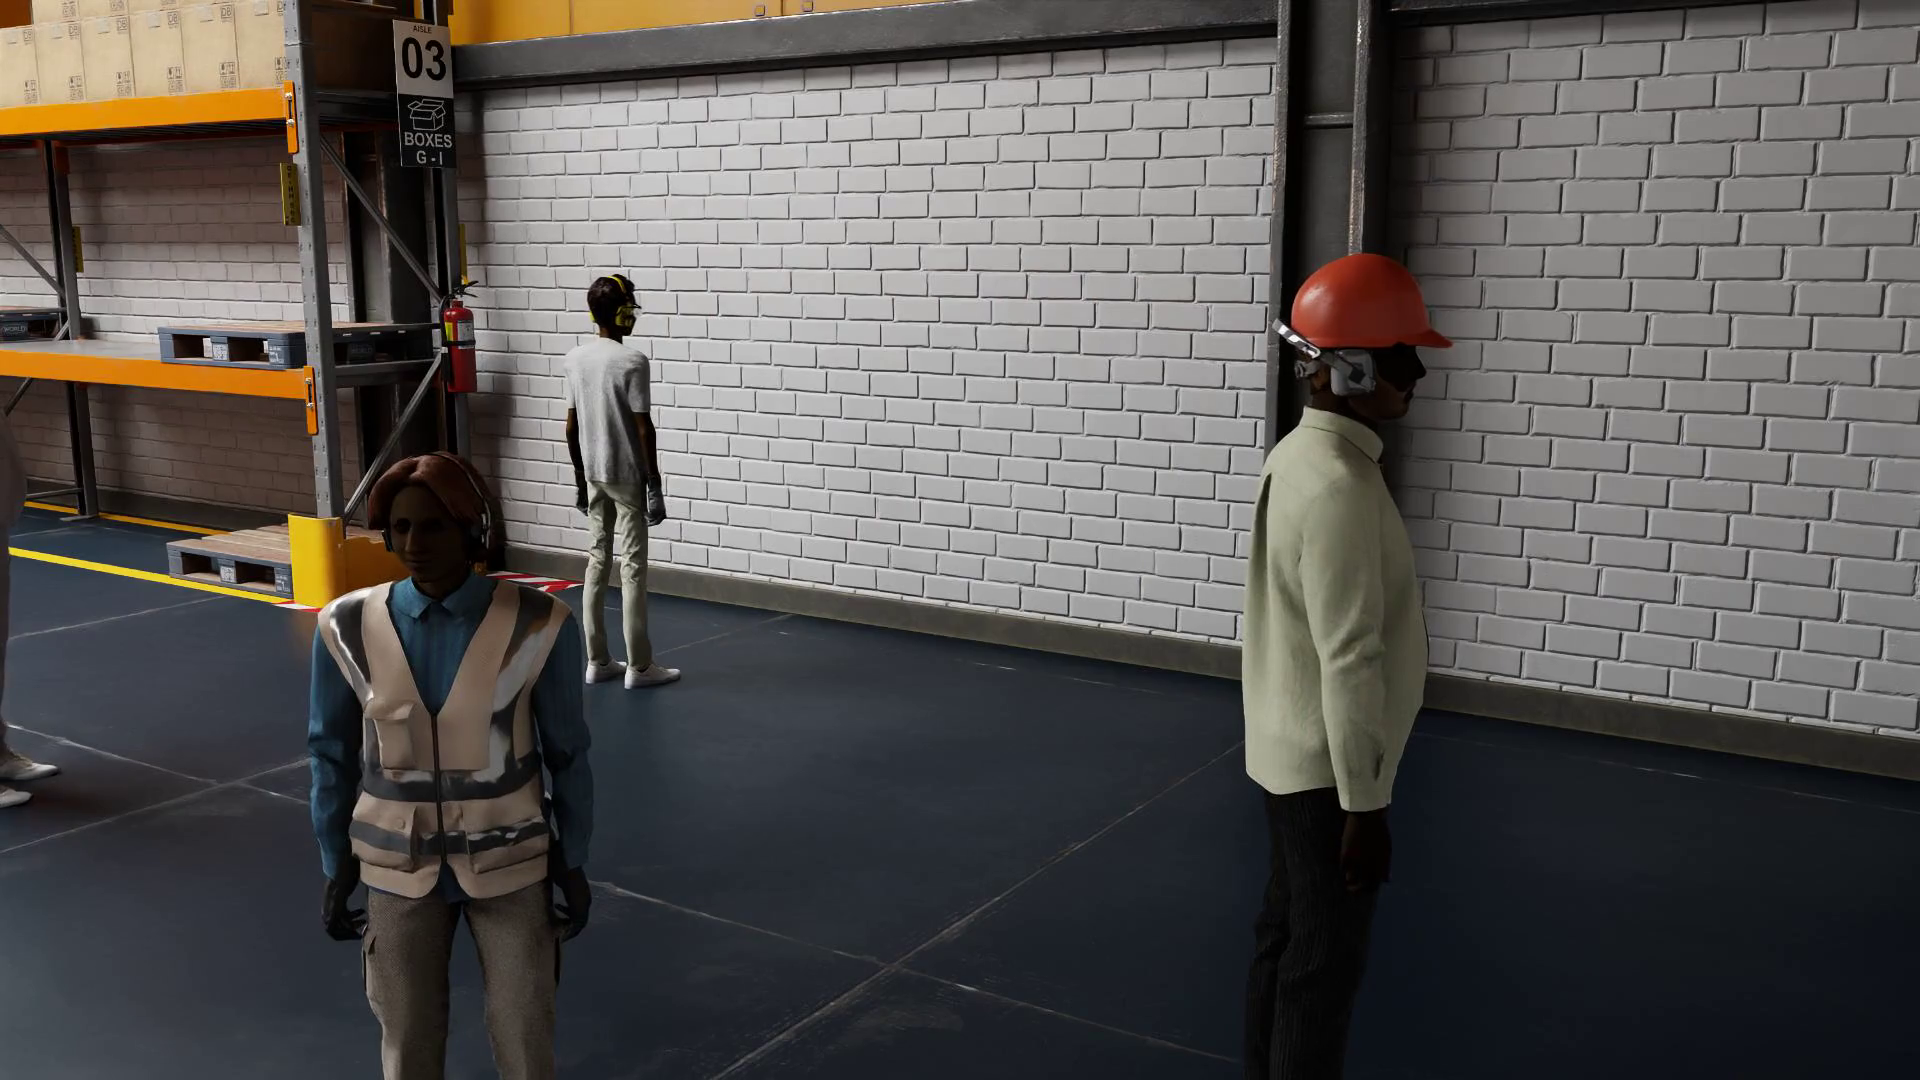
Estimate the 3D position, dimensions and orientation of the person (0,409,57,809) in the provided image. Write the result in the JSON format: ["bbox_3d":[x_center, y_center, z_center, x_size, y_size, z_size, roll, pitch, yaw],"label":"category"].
[{"bbox_3d":[-3.543,0.018,5.943,0.403,1.897,0.653,-3,11,-17],"label":"person"}]

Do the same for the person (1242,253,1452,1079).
[{"bbox_3d":[0.749,0.438,3.332,0.375,1.995,0.611,0,10,1],"label":"person"}]

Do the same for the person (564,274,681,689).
[{"bbox_3d":[-1.546,-0.258,7.537,0.514,1.872,0.328,6,12,28],"label":"person"}]

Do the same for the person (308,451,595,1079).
[{"bbox_3d":[-0.961,0.643,3.183,0.523,1.638,0.311,-1,10,-4],"label":"person"}]
